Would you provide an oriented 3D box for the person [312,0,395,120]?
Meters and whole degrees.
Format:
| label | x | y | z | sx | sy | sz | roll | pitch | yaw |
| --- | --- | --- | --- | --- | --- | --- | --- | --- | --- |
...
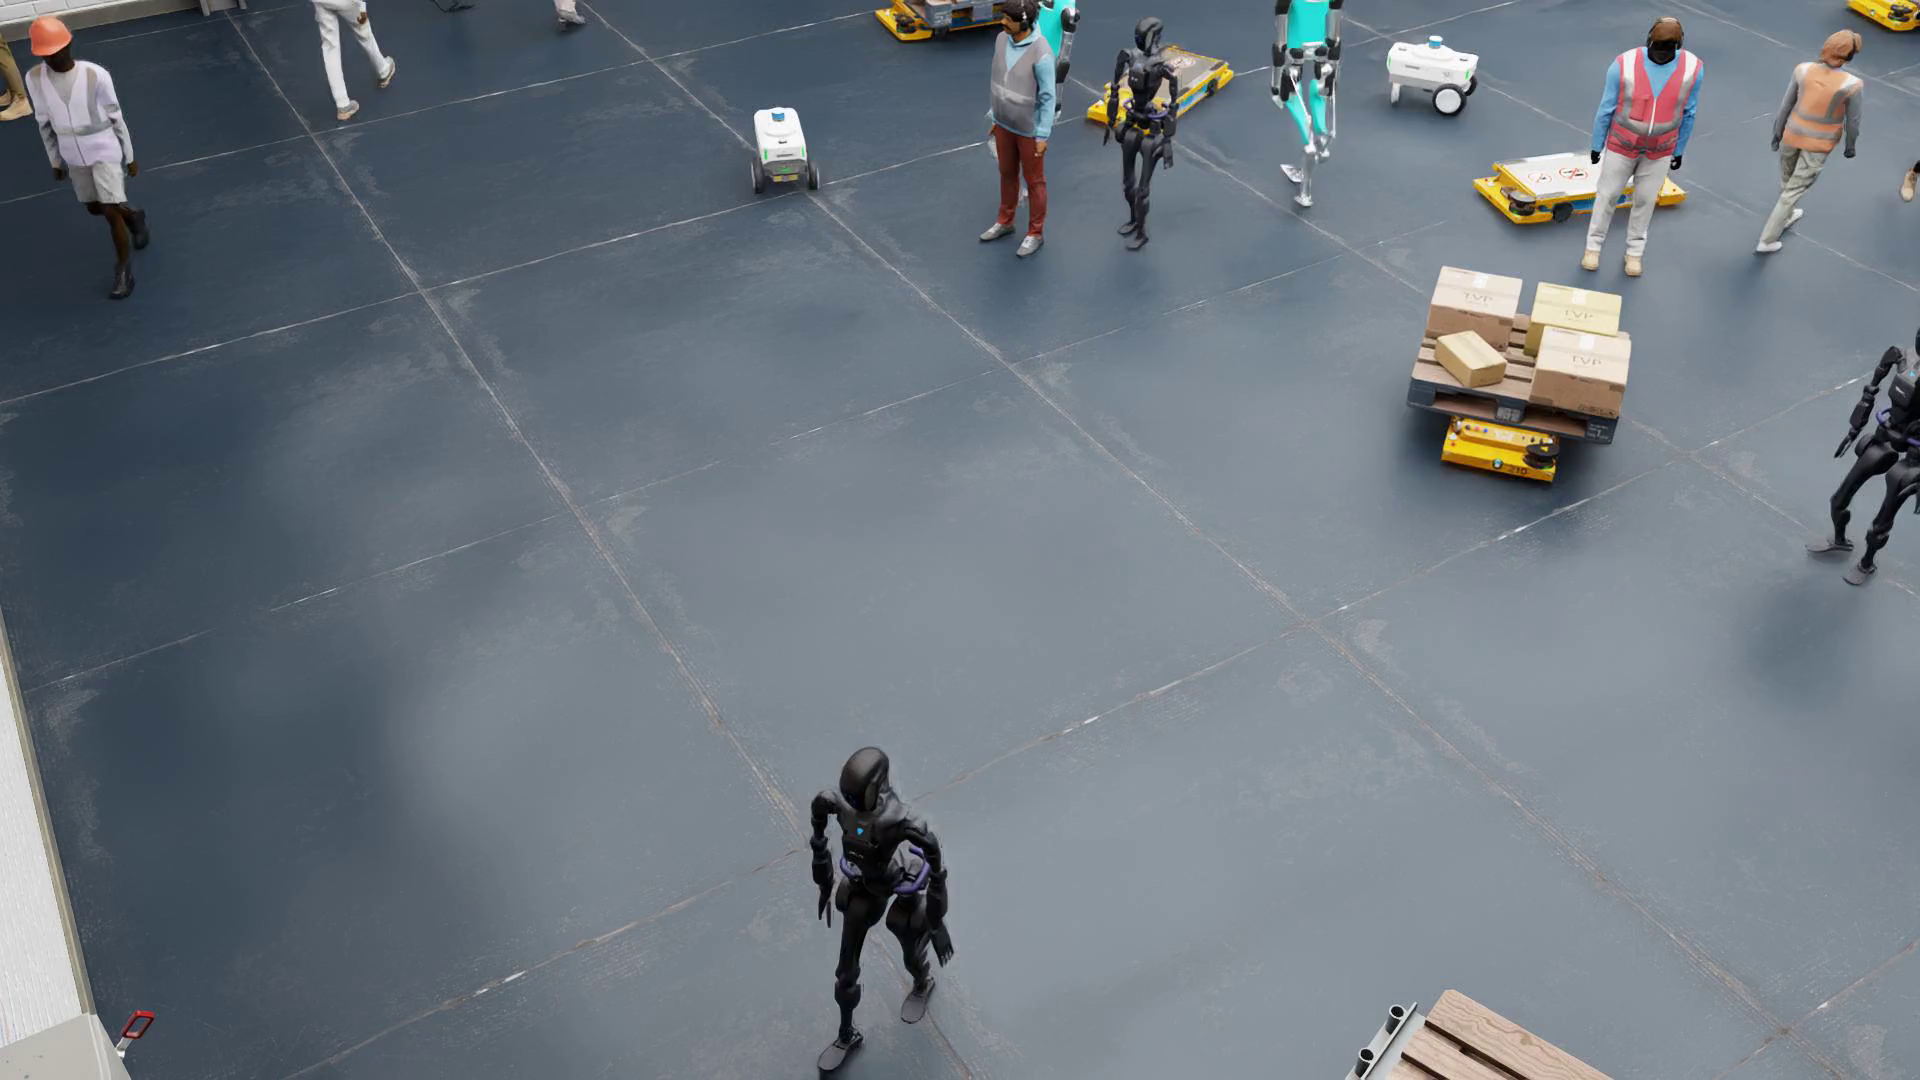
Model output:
| label | x | y | z | sx | sy | sz | roll | pitch | yaw |
| --- | --- | --- | --- | --- | --- | --- | --- | --- | --- |
| person | -5.110 | -4.486 | 13.699 | 0.573 | 1.825 | 0.996 | 3 | 39 | 4 |

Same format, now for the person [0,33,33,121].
| label | x | y | z | sx | sy | sz | roll | pitch | yaw |
| --- | --- | --- | --- | --- | --- | --- | --- | --- | --- |
| person | -7.992 | -4.336 | 13.563 | 0.365 | 1.763 | 0.526 | -22 | 43 | -25 |

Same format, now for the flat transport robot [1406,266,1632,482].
| label | x | y | z | sx | sy | sz | roll | pitch | yaw |
| --- | --- | --- | --- | --- | --- | --- | --- | --- | --- |
| flat transport robot | 3.452 | -0.884 | 10.407 | 0.659 | 0.231 | 1.431 | 13 | 40 | 16 |

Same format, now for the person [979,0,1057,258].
| label | x | y | z | sx | sy | sz | roll | pitch | yaw |
| --- | --- | --- | --- | --- | --- | --- | --- | --- | --- |
| person | 0.441 | -2.916 | 11.676 | 0.415 | 1.877 | 0.533 | -31 | 48 | -33 |

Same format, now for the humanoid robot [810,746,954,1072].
| label | x | y | z | sx | sy | sz | roll | pitch | yaw |
| --- | --- | --- | --- | --- | --- | --- | --- | --- | --- |
| humanoid robot | -0.303 | 1.408 | 6.401 | 0.593 | 1.632 | 0.684 | 15 | 41 | 18 |

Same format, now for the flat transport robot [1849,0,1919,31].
| label | x | y | z | sx | sy | sz | roll | pitch | yaw |
| --- | --- | --- | --- | --- | --- | --- | --- | --- | --- |
| flat transport robot | 9.230 | -5.065 | 15.683 | 1.431 | 0.231 | 0.659 | -9 | 39 | -11 |

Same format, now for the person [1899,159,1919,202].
| label | x | y | z | sx | sy | sz | roll | pitch | yaw |
| --- | --- | --- | --- | --- | --- | --- | --- | --- | --- |
| person | 7.332 | -3.137 | 12.110 | 0.549 | 1.681 | 0.368 | 1 | 38 | 2 |

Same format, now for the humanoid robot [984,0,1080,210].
| label | x | y | z | sx | sy | sz | roll | pitch | yaw |
| --- | --- | --- | --- | --- | --- | --- | --- | --- | --- |
| humanoid robot | 0.463 | -3.225 | 12.247 | 0.741 | 1.868 | 0.536 | -15 | 41 | -18 |

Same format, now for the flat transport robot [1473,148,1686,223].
| label | x | y | z | sx | sy | sz | roll | pitch | yaw |
| --- | --- | --- | --- | --- | --- | --- | --- | --- | --- |
| flat transport robot | 4.737 | -2.715 | 12.718 | 1.431 | 0.231 | 0.659 | -9 | 39 | -12 |

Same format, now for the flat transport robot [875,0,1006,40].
| label | x | y | z | sx | sy | sz | roll | pitch | yaw |
| --- | --- | --- | --- | --- | --- | --- | --- | --- | --- |
| flat transport robot | -0.009 | -4.959 | 15.549 | 1.431 | 0.231 | 0.659 | -15 | 41 | -18 |

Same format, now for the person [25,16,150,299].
| label | x | y | z | sx | sy | sz | roll | pitch | yaw |
| --- | --- | --- | --- | --- | --- | --- | --- | --- | --- |
| person | -5.908 | -2.667 | 11.337 | 0.554 | 1.908 | 0.833 | -2 | 38 | -2 |

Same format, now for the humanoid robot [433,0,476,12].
| label | x | y | z | sx | sy | sz | roll | pitch | yaw |
| --- | --- | --- | --- | --- | --- | --- | --- | --- | --- |
| humanoid robot | -4.824 | -5.683 | 15.330 | 0.405 | 1.652 | 0.607 | -15 | 41 | -19 |

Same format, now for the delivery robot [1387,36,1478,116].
| label | x | y | z | sx | sy | sz | roll | pitch | yaw |
| --- | --- | --- | --- | --- | --- | --- | --- | --- | --- |
| delivery robot | 3.998 | -3.926 | 14.030 | 0.784 | 0.613 | 0.523 | 17 | 41 | 20 |

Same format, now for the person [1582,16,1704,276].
| label | x | y | z | sx | sy | sz | roll | pitch | yaw |
| --- | --- | --- | --- | --- | --- | --- | --- | --- | --- |
| person | 4.672 | -2.712 | 11.459 | 0.638 | 1.831 | 0.430 | 8 | 39 | 10 |

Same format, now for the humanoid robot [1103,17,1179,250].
| label | x | y | z | sx | sy | sz | roll | pitch | yaw |
| --- | --- | --- | --- | --- | --- | --- | --- | --- | --- |
| humanoid robot | 1.255 | -2.897 | 11.811 | 0.608 | 1.647 | 0.468 | 27 | 46 | 30 |

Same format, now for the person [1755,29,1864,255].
| label | x | y | z | sx | sy | sz | roll | pitch | yaw |
| --- | --- | --- | --- | --- | --- | --- | --- | --- | --- |
| person | 6.067 | -2.828 | 11.783 | 0.722 | 1.607 | 0.531 | -23 | 44 | -27 |

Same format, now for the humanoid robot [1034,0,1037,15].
| label | x | y | z | sx | sy | sz | roll | pitch | yaw |
| --- | --- | --- | --- | --- | --- | --- | --- | --- | --- |
| humanoid robot | 0.729 | -4.556 | 13.902 | 0.363 | 1.643 | 0.612 | -16 | 41 | -19 |

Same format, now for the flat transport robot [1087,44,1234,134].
| label | x | y | z | sx | sy | sz | roll | pitch | yaw |
| --- | --- | --- | --- | --- | --- | --- | --- | --- | --- |
| flat transport robot | 1.722 | -3.838 | 14.134 | 0.659 | 0.231 | 1.431 | 22 | 44 | 26 |

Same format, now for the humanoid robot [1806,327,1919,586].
| label | x | y | z | sx | sy | sz | roll | pitch | yaw |
| --- | --- | --- | --- | --- | --- | --- | --- | --- | --- |
| humanoid robot | 4.937 | -0.458 | 8.740 | 0.333 | 1.648 | 0.603 | -14 | 40 | -17 |

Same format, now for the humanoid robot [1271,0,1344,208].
| label | x | y | z | sx | sy | sz | roll | pitch | yaw |
| --- | --- | --- | --- | --- | --- | --- | --- | --- | --- |
| humanoid robot | 2.611 | -3.267 | 12.240 | 0.547 | 1.758 | 0.862 | -9 | 39 | -11 |

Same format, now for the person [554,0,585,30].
| label | x | y | z | sx | sy | sz | roll | pitch | yaw |
| --- | --- | --- | --- | --- | --- | --- | --- | --- | --- |
| person | -3.671 | -5.523 | 15.013 | 0.630 | 1.810 | 0.463 | 21 | 43 | 24 |

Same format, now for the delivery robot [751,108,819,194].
| label | x | y | z | sx | sy | sz | roll | pitch | yaw |
| --- | --- | --- | --- | --- | --- | --- | --- | --- | --- |
| delivery robot | -1.392 | -3.066 | 12.907 | 0.499 | 0.565 | 0.745 | -7 | 39 | -9 |
